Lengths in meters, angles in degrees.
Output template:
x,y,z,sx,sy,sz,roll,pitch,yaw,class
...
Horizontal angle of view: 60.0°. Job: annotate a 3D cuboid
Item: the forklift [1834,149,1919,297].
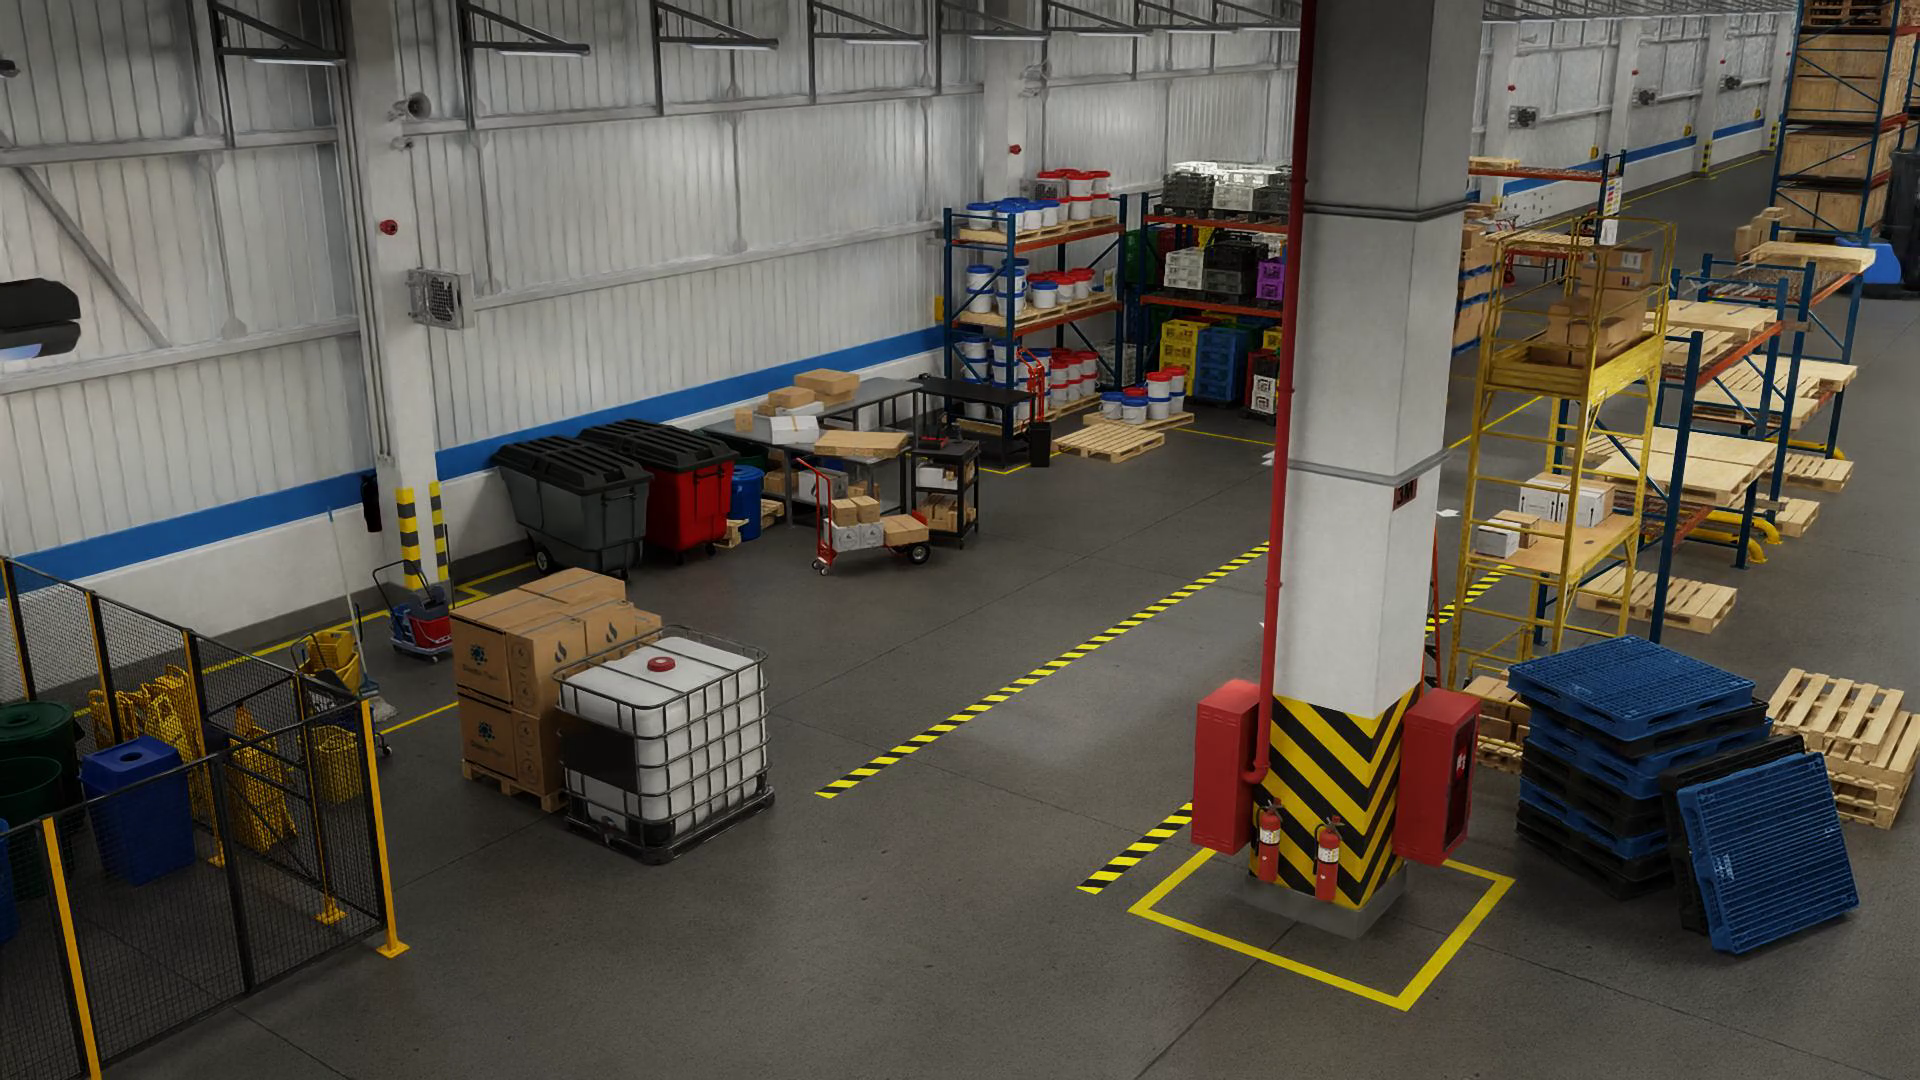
x,y,z,sx,sy,sz,roll,pitch,yaw,class
18.357,-6.218,32.652,1.873,2.768,1.129,4,19,13,forklift
